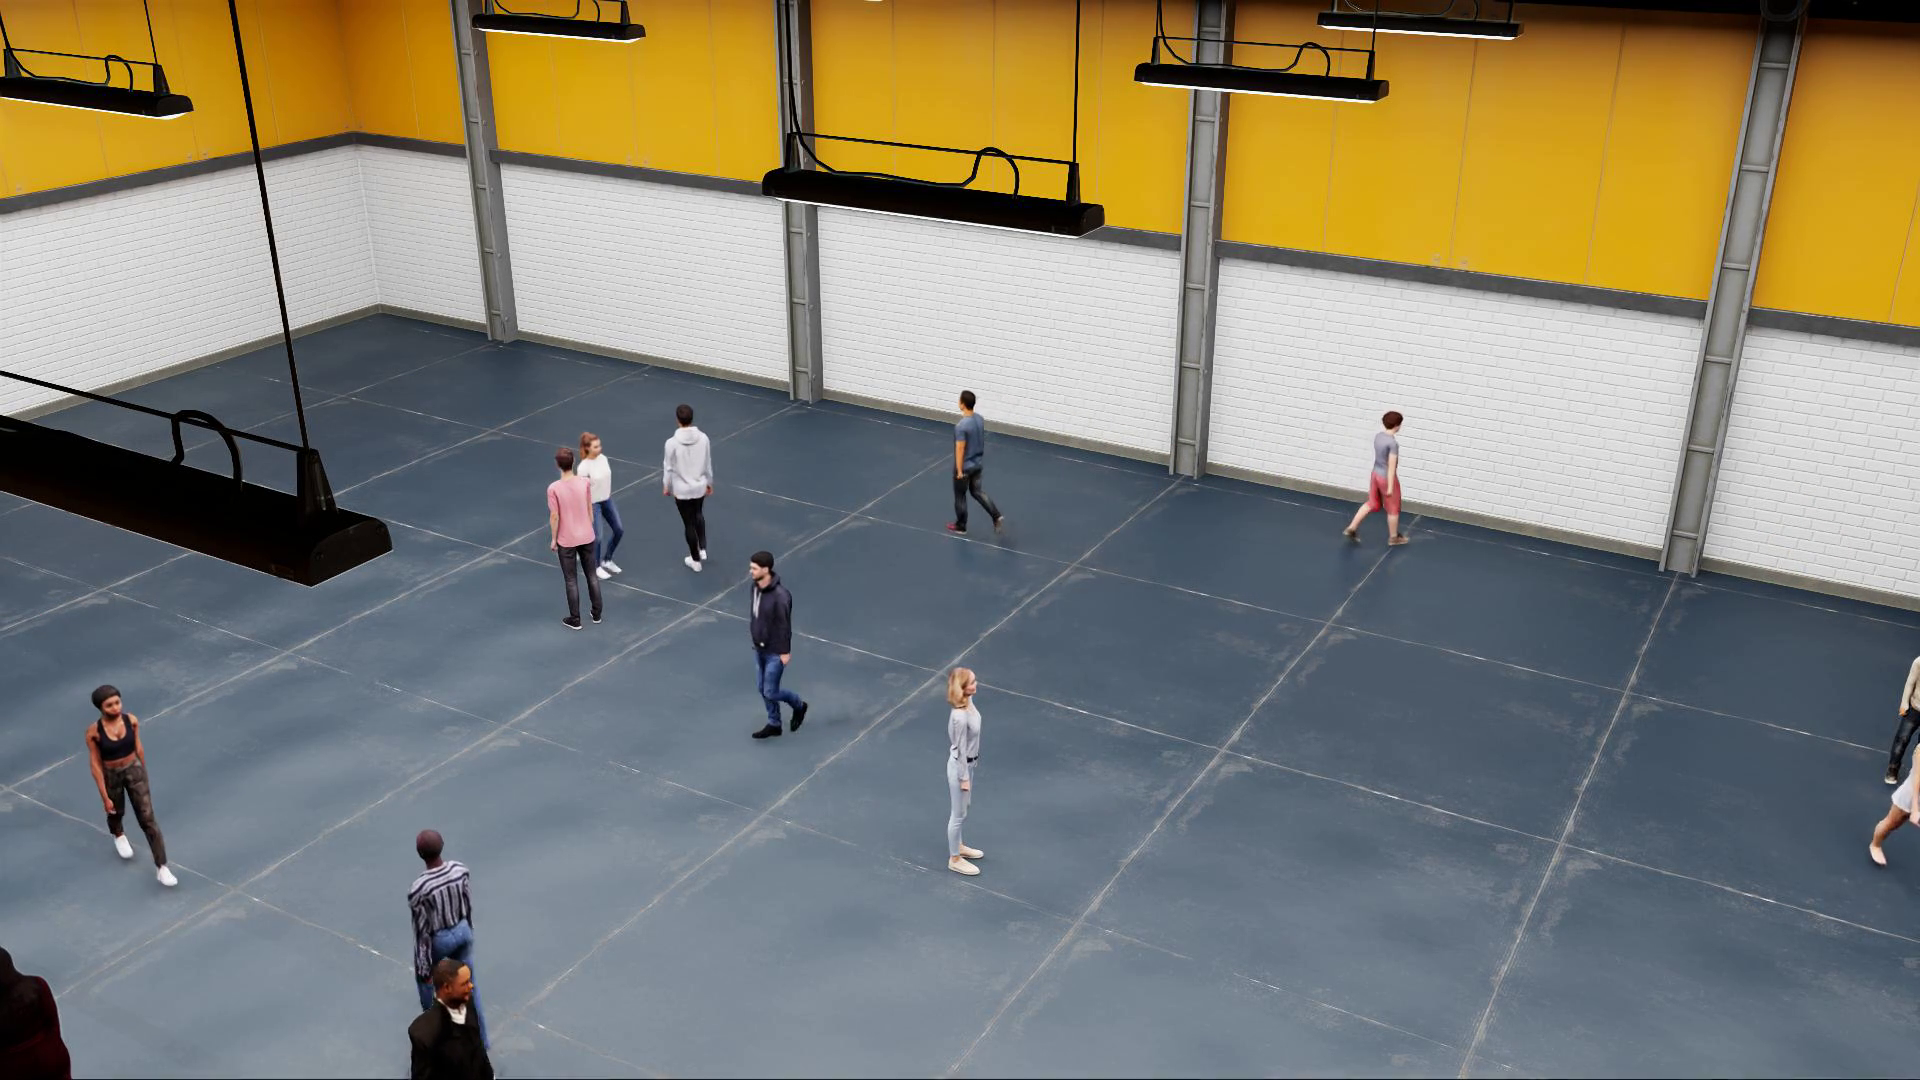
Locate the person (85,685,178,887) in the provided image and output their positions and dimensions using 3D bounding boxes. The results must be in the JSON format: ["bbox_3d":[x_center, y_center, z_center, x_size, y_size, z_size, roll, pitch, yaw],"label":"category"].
[{"bbox_3d":[-6.681,1.904,13.183,0.840,1.646,1.251,-20,31,-38],"label":"person"}]

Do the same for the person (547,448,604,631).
[{"bbox_3d":[-3.978,-0.023,17.193,0.709,1.964,0.696,-16,28,-32],"label":"person"}]

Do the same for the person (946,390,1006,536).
[{"bbox_3d":[0.181,-0.860,19.324,1.045,1.792,0.755,17,29,34],"label":"person"}]

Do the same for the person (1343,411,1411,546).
[{"bbox_3d":[4.805,-0.679,19.116,1.076,1.626,1.041,-8,25,-17],"label":"person"}]

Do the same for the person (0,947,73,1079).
[{"bbox_3d":[-5.672,3.199,10.081,0.737,1.757,0.720,-19,30,-37],"label":"person"}]

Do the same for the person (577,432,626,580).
[{"bbox_3d":[-4.051,-0.385,18.340,0.596,1.709,0.632,14,27,29],"label":"person"}]

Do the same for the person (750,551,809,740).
[{"bbox_3d":[-1.633,0.948,15.084,0.891,1.874,0.843,-18,29,-35],"label":"person"}]

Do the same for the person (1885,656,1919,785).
[{"bbox_3d":[8.392,1.448,14.450,0.512,1.466,0.658,7,25,16],"label":"person"}]

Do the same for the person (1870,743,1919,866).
[{"bbox_3d":[7.510,2.000,13.068,1.118,1.561,1.017,-1,24,-1],"label":"person"}]

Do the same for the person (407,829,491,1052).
[{"bbox_3d":[-3.359,2.755,11.077,0.858,1.774,0.742,18,29,35],"label":"person"}]

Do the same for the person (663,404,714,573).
[{"bbox_3d":[-2.961,-0.553,18.468,0.814,1.914,0.842,-15,28,-31],"label":"person"}]

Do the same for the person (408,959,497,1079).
[{"bbox_3d":[-3.058,3.268,9.766,0.786,1.883,0.807,8,25,18],"label":"person"}]

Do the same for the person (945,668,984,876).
[{"bbox_3d":[0.020,1.810,13.211,0.637,1.795,0.657,3,24,8],"label":"person"}]
